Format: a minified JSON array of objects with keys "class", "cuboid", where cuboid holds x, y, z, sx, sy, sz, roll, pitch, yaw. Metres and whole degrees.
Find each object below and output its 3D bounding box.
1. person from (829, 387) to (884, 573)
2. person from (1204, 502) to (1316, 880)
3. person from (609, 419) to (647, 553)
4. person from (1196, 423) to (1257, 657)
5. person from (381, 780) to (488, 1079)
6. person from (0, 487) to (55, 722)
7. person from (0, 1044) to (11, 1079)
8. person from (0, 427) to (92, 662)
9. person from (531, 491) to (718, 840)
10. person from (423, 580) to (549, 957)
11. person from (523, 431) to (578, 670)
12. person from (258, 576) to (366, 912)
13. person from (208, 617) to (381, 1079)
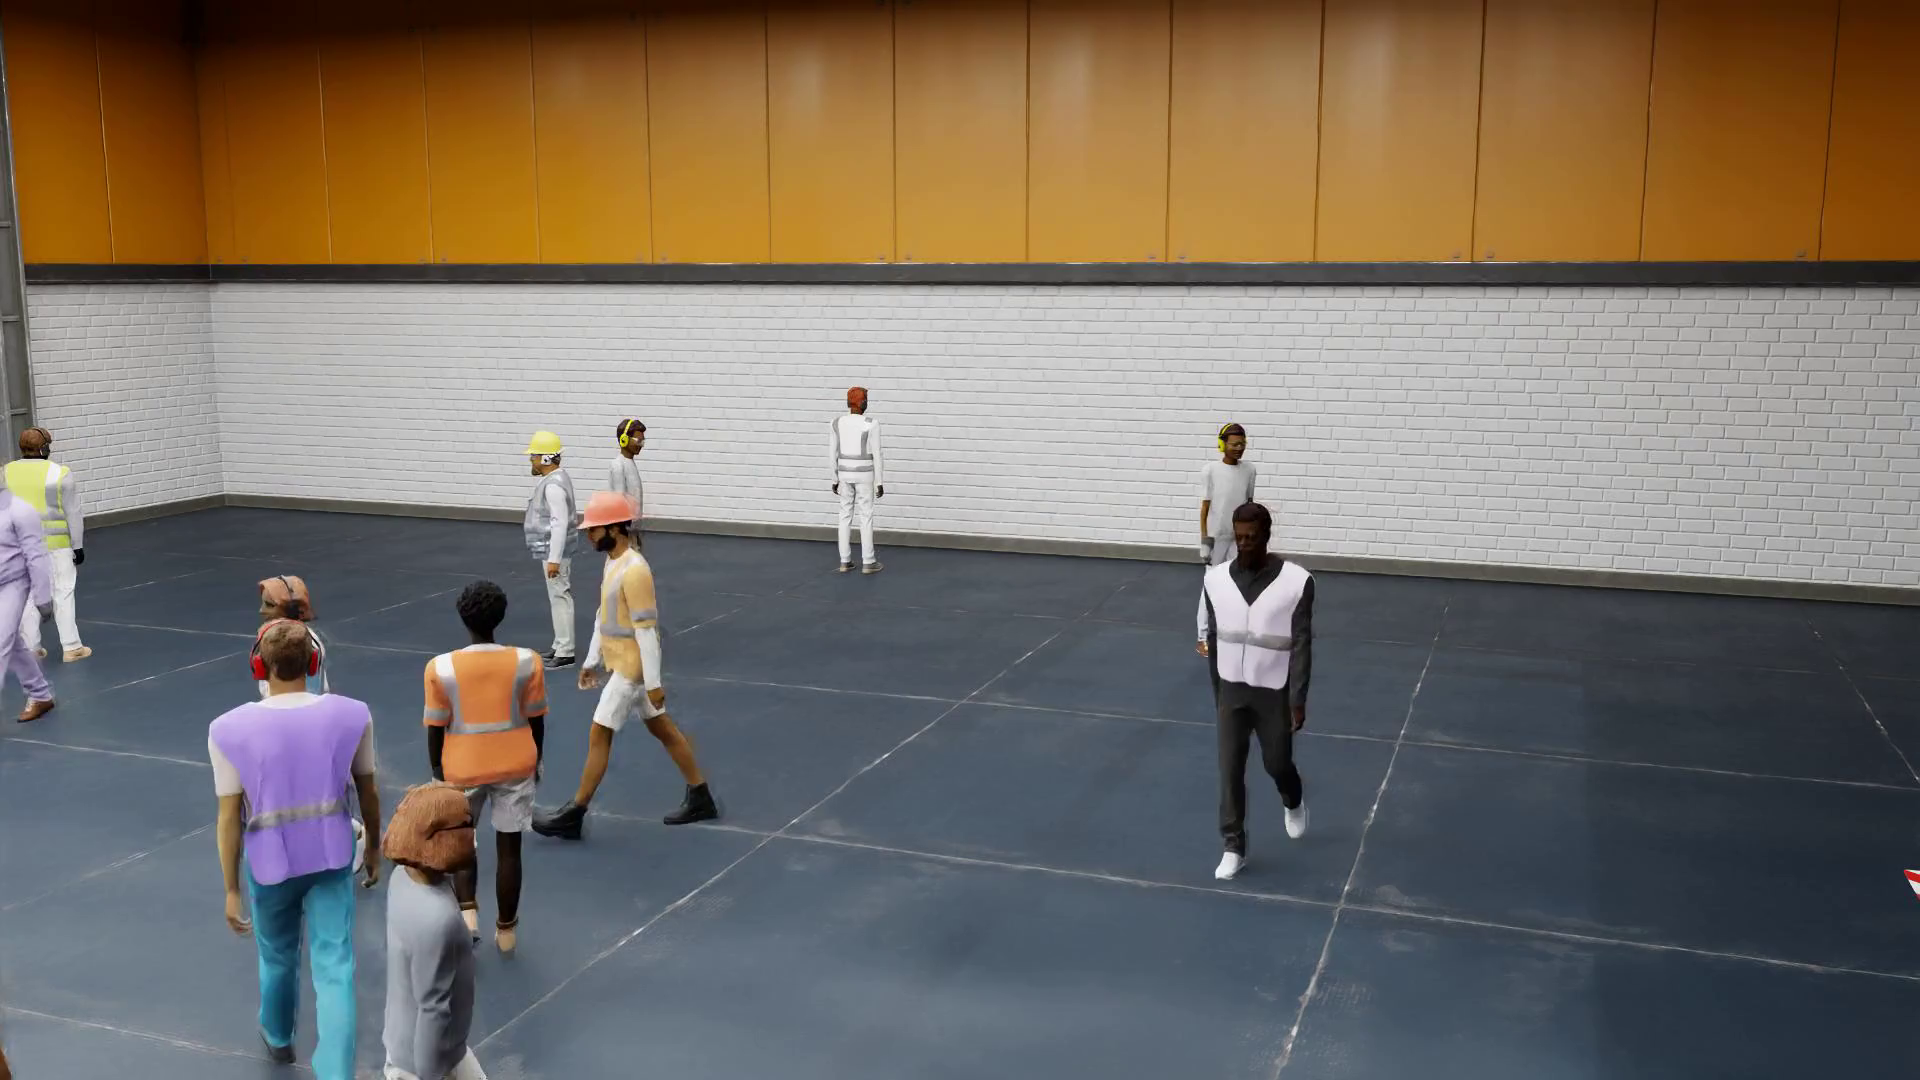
[{"class":"person","cuboid":[-1.041,-0.607,16.818,0.582,1.882,0.338,4,10,22]},{"class":"person","cuboid":[1.532,0.730,8.487,0.592,1.897,0.744,5,10,26]},{"class":"person","cuboid":[-2.654,-0.045,13.400,0.328,1.865,0.521,-1,9,-3]},{"class":"person","cuboid":[2.116,0.000,13.148,0.507,1.859,0.351,-3,10,-20]},{"class":"person","cuboid":[-1.568,1.472,4.806,0.831,1.596,0.503,-5,11,-30]},{"class":"person","cuboid":[-6.351,0.361,10.902,0.668,1.857,1.018,2,9,13]},{"class":"person","cuboid":[-2.038,1.685,3.420,0.517,1.620,0.403,-2,9,-12]},{"class":"person","cuboid":[-7.117,0.042,12.926,0.627,1.844,0.429,-1,9,-5]},{"class":"person","cuboid":[-1.798,0.669,8.966,1.033,1.878,0.535,-2,9,-15]},{"class":"person","cuboid":[-2.081,1.016,7.364,0.536,1.684,0.359,-3,10,-17]},{"class":"person","cuboid":[-3.124,0.077,12.732,0.404,1.833,0.592,-2,9,-13]},{"class":"person","cuboid":[-3.091,0.956,7.942,0.526,1.624,0.522,-8,12,-40]},{"class":"person","cuboid":[-2.418,1.166,6.103,0.585,1.787,0.986,-5,11,-31]}]
